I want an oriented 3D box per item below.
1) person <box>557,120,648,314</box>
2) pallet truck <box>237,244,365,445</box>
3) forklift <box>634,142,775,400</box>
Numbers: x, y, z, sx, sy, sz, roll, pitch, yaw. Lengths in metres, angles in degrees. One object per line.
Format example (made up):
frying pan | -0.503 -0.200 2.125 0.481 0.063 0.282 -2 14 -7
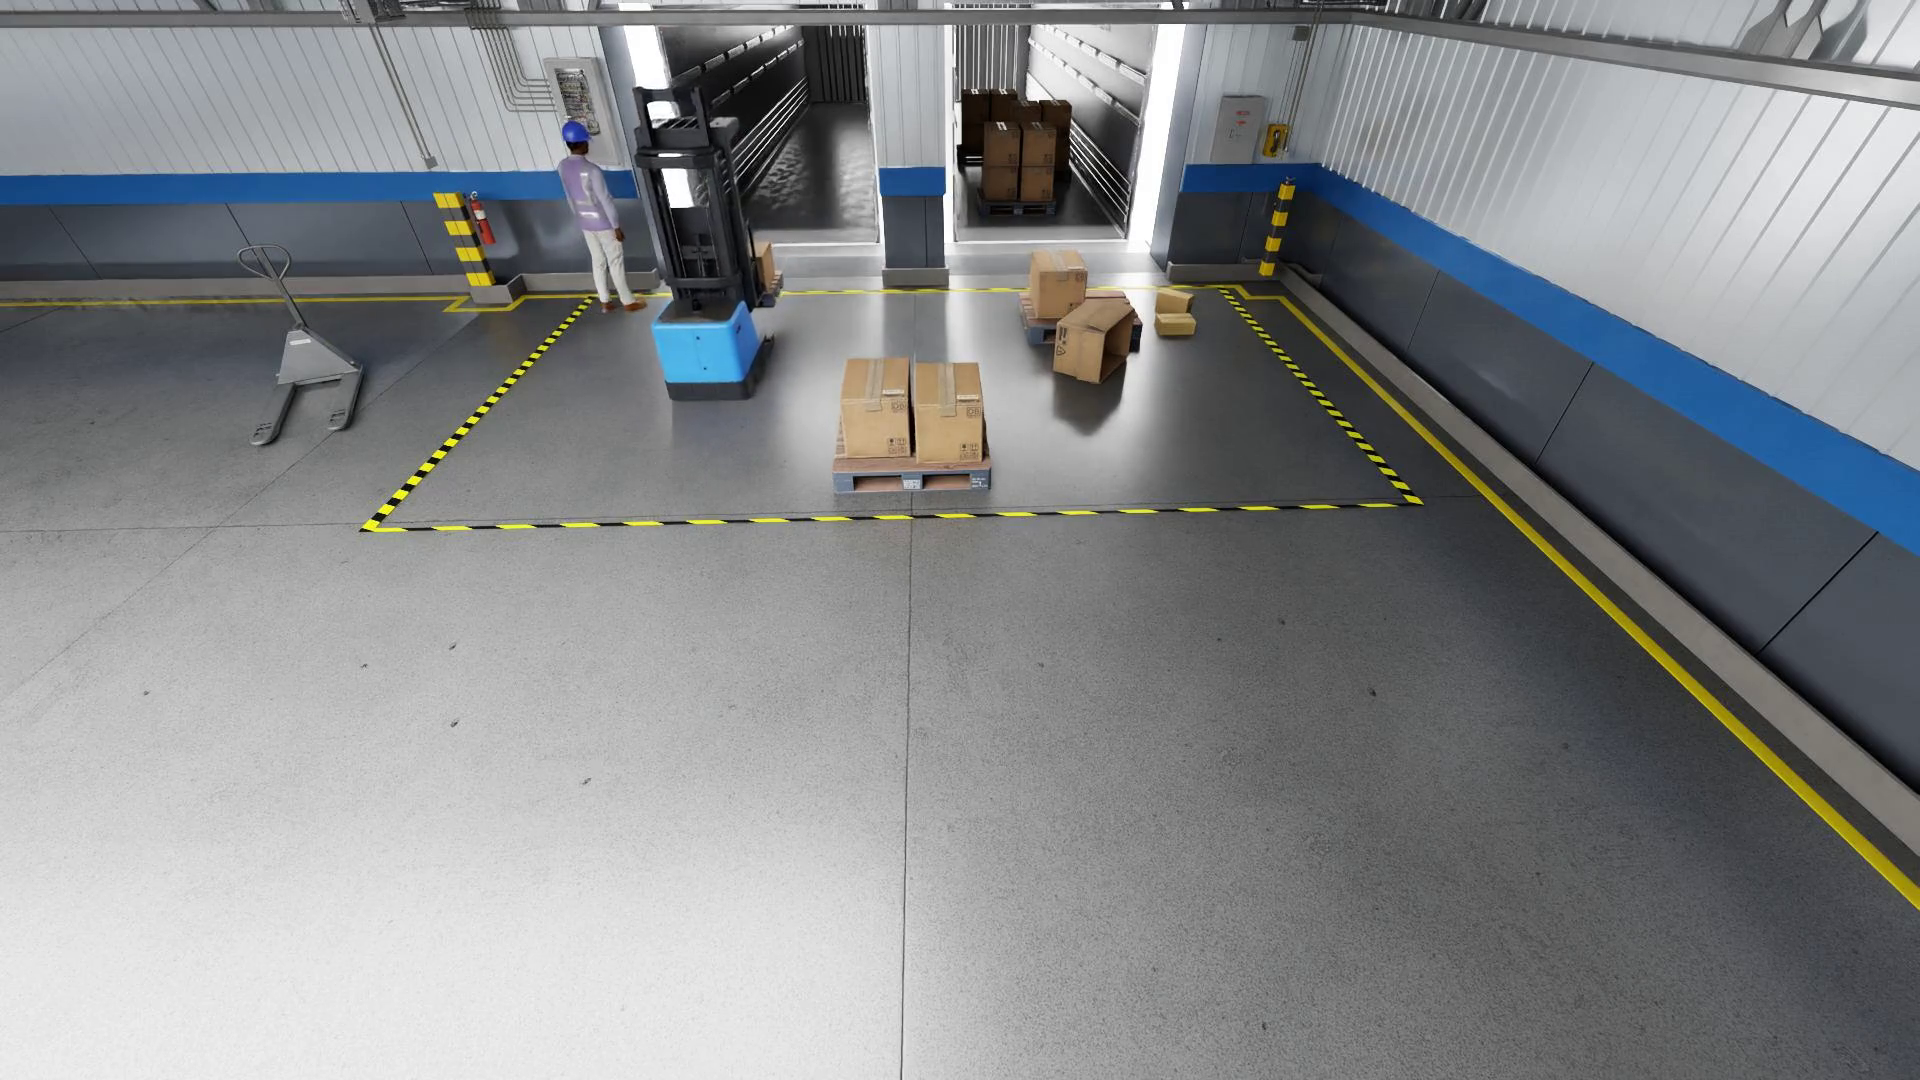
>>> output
person | -3.906 -3.428 7.941 0.607 1.952 0.401 18 42 21
pallet truck | -5.915 -1.733 6.366 0.680 1.201 1.601 -18 42 -21
forklift | -2.314 -2.307 6.443 0.716 2.013 0.776 -1 38 -1
